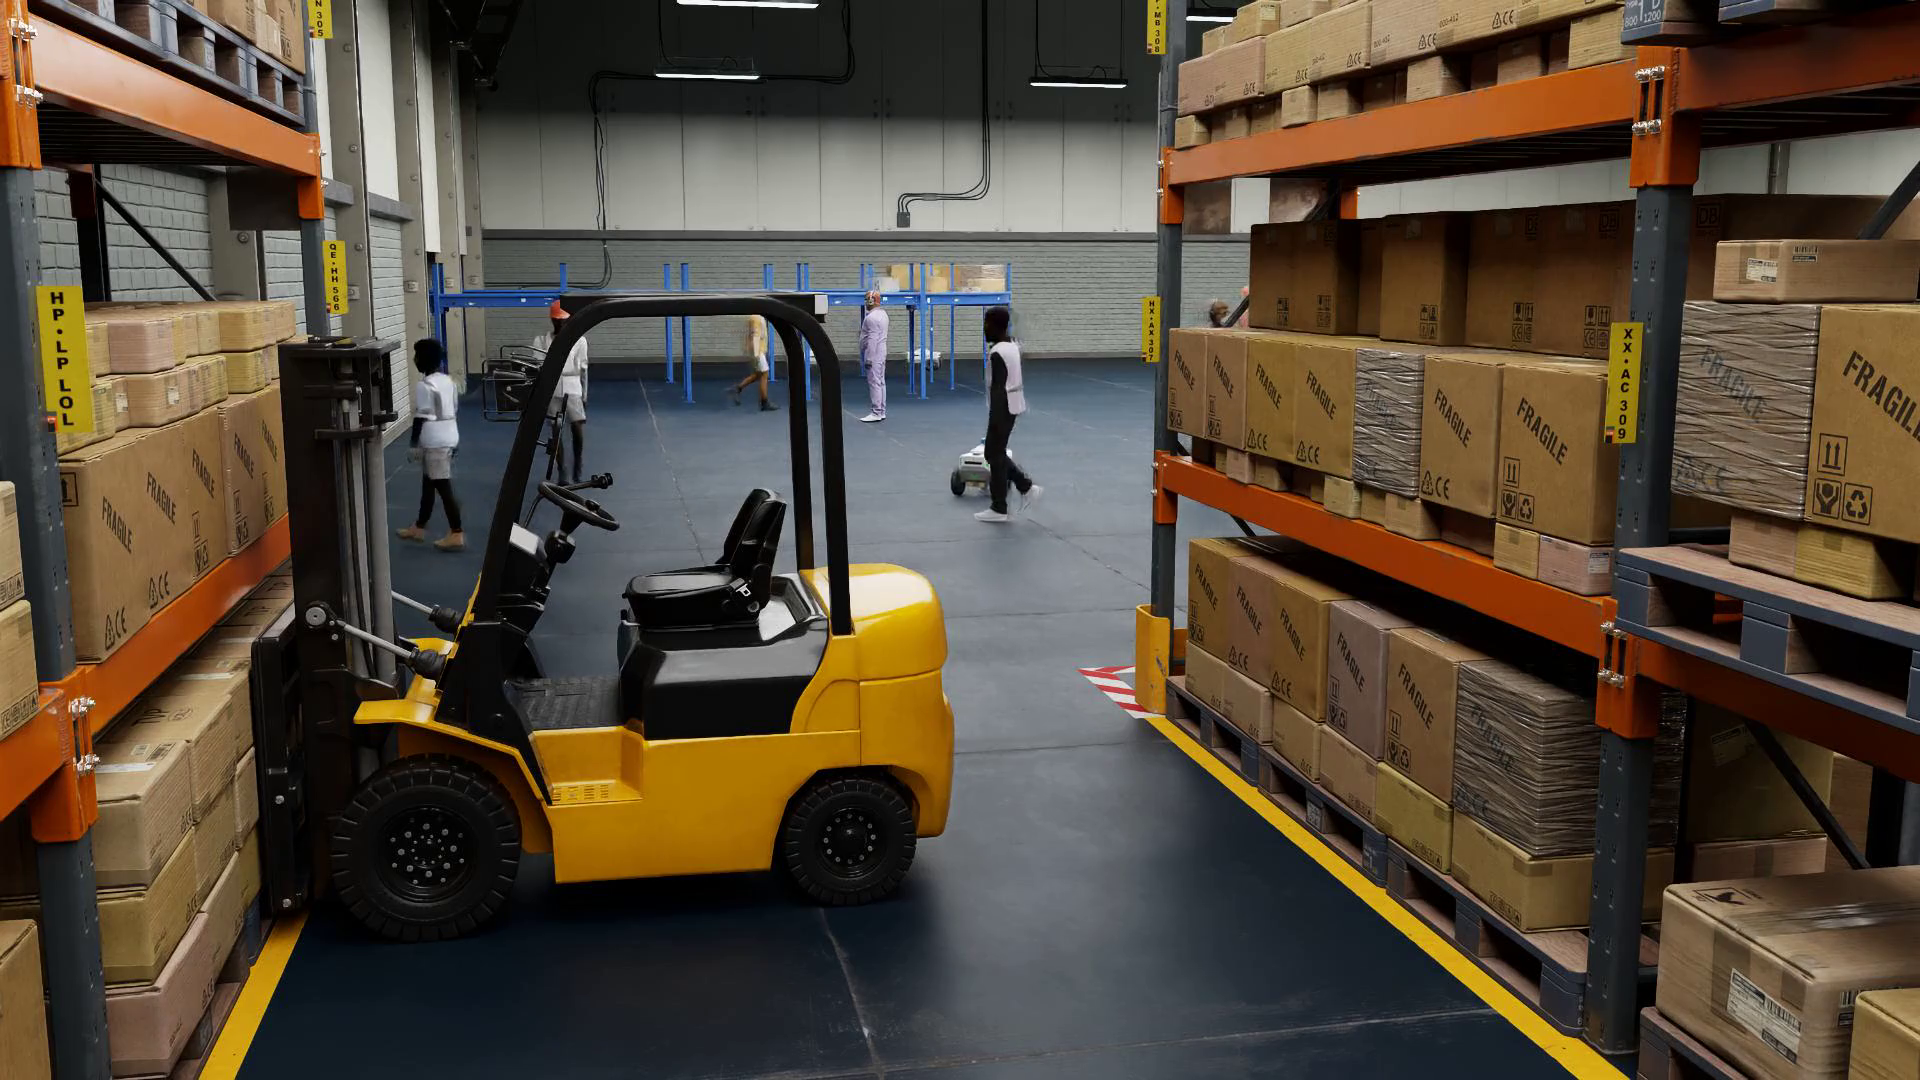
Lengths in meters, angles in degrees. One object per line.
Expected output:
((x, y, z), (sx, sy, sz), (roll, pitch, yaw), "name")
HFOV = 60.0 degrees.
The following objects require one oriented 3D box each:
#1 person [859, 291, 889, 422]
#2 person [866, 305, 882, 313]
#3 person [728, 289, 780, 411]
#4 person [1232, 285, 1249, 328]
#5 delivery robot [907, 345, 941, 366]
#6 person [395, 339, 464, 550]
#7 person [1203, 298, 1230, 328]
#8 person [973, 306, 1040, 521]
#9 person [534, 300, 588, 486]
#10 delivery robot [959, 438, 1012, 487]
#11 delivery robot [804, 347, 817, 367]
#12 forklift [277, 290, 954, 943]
((-1.271, -2.690, 24.351), (0.409, 1.907, 0.651), (2, 10, 12), "person")
((-1.833, -4.642, 36.225), (0.415, 1.913, 0.584), (3, 10, 15), "person")
((-3.256, -2.993, 26.215), (0.716, 1.912, 0.542), (-1, 9, -3), "person")
((4.594, -3.040, 26.300), (0.620, 1.971, 0.830), (0, 9, -1), "person")
((-0.796, -4.020, 36.412), (0.707, 0.478, 0.477), (2, 10, 12), "delivery robot")
((-4.305, -0.762, 13.287), (0.728, 1.669, 0.551), (1, 9, 7), "person")
((2.684, -1.584, 17.559), (0.644, 1.919, 0.513), (-7, 12, -37), "person")
((0.392, -1.118, 14.767), (0.485, 1.906, 0.622), (2, 10, 12), "person")
((-4.071, -1.487, 17.011), (0.557, 1.914, 0.641), (-3, 10, -16), "person")
((0.262, -0.779, 16.658), (0.477, 0.478, 0.707), (4, 10, 22), "delivery robot")
((-3.239, -3.929, 35.855), (0.707, 0.478, 0.477), (1, 9, 3), "delivery robot")
((-1.179, 0.175, 6.143), (2.313, 2.155, 1.214), (-2, 10, -12), "forklift")
